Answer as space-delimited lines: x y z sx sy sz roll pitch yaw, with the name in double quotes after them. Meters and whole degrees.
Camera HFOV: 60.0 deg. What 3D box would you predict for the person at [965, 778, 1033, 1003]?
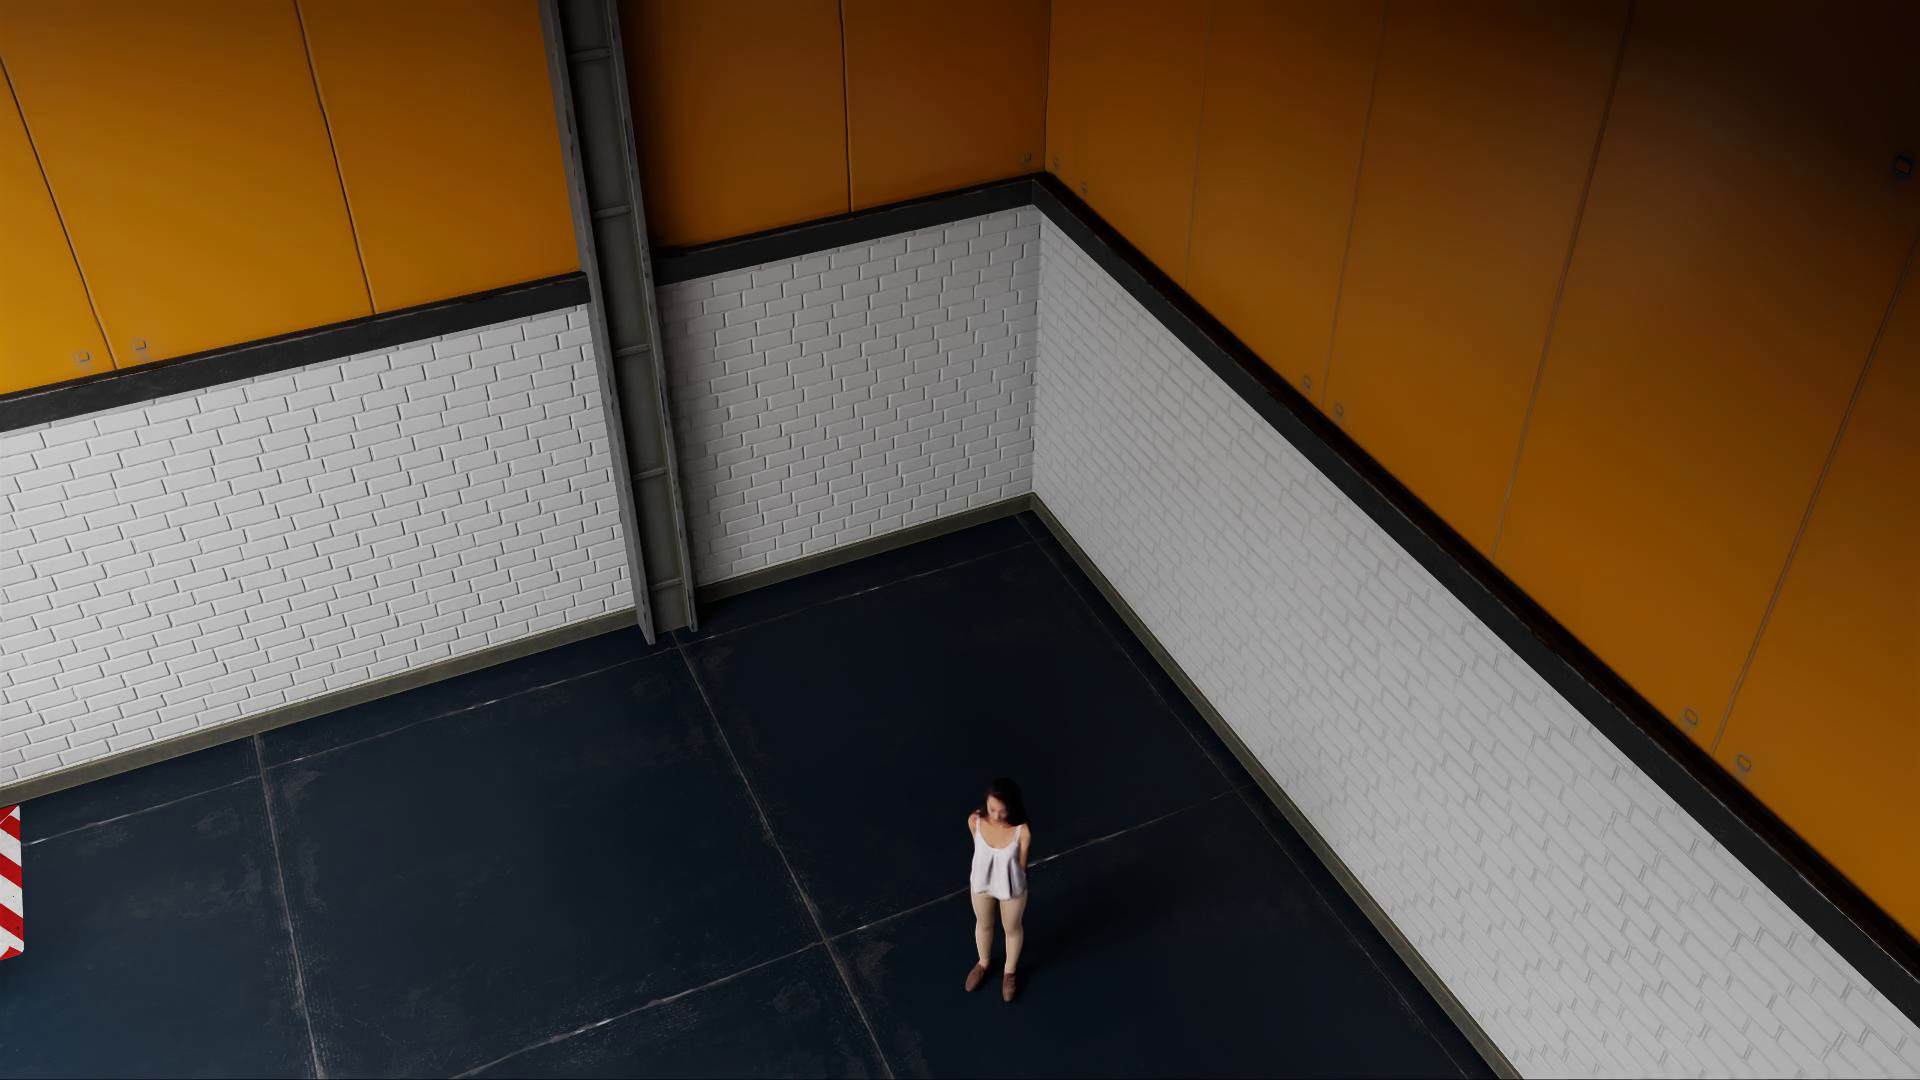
0.230 1.973 9.669 0.673 1.654 0.733 20 43 23 "person"
